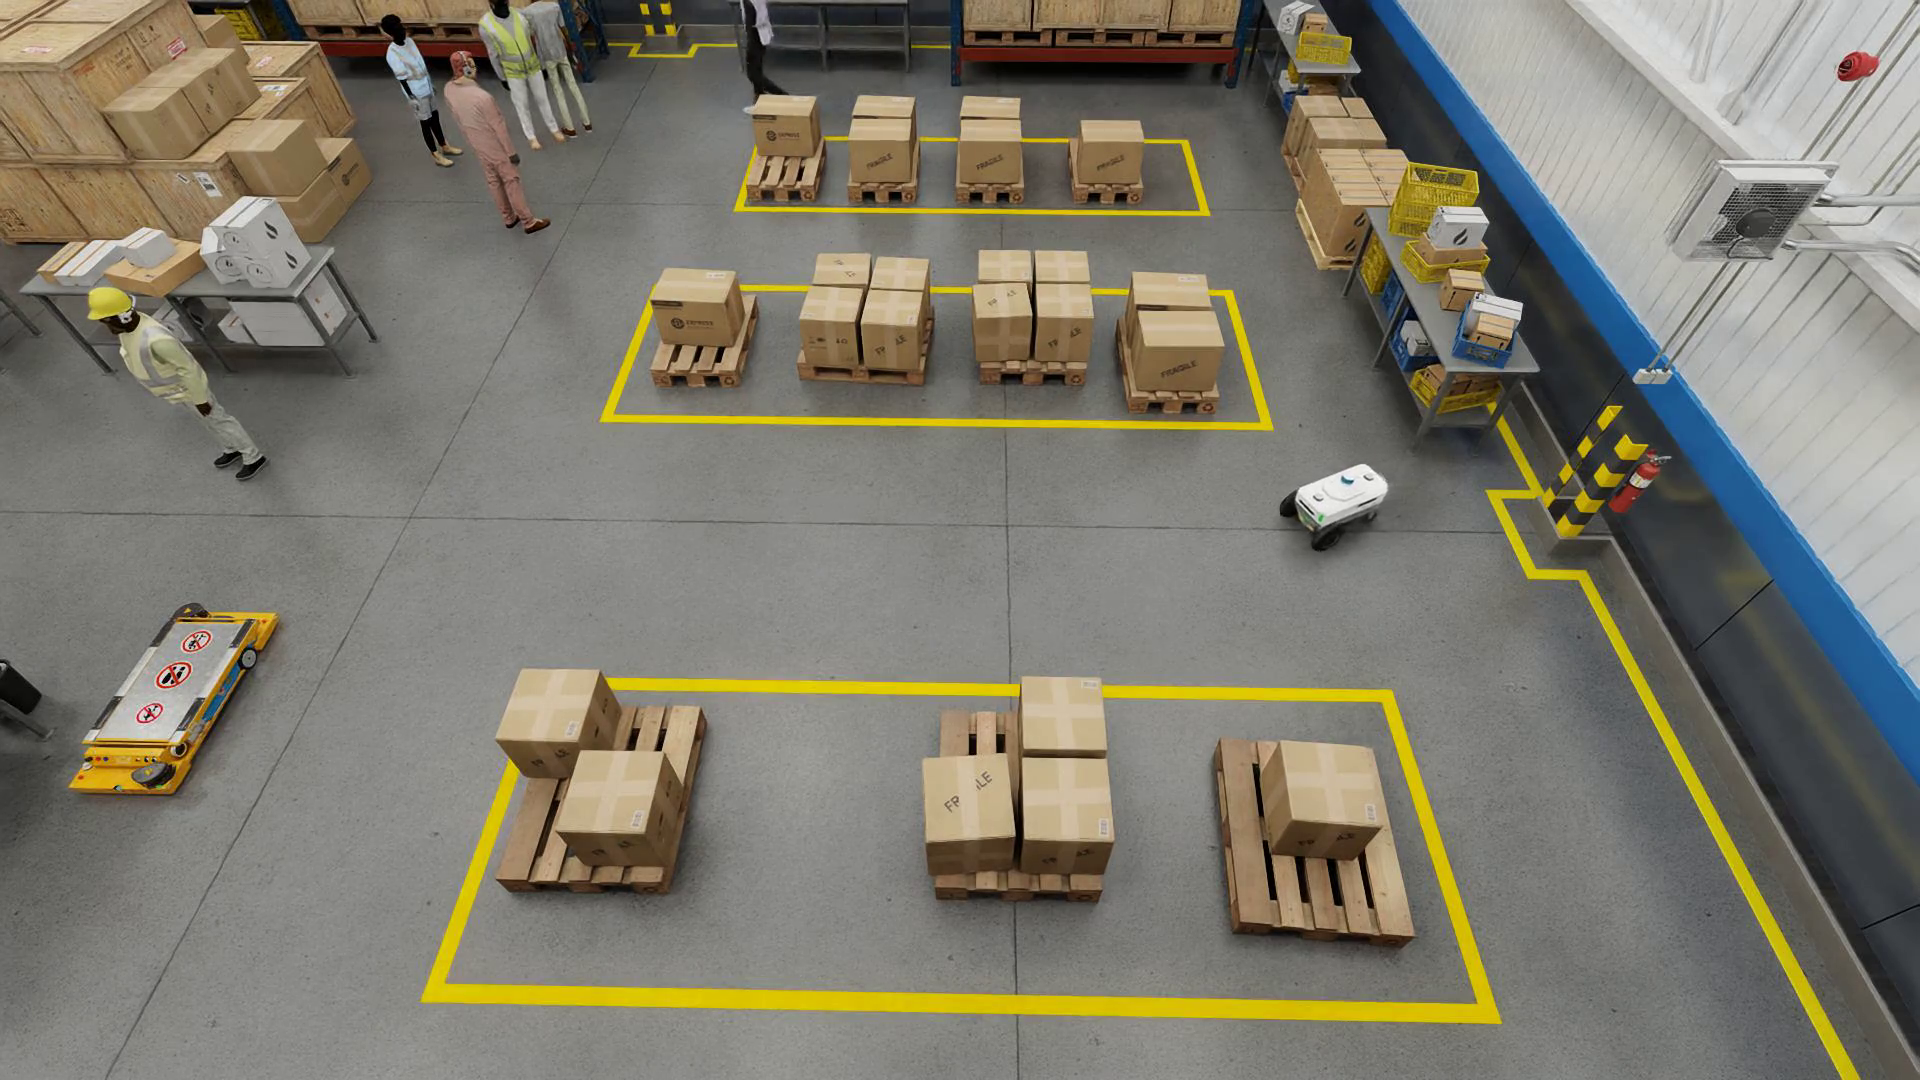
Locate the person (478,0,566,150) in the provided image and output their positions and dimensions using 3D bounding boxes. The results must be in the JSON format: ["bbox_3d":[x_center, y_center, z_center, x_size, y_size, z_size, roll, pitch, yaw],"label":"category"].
[{"bbox_3d":[-5.352,-5.735,11.186,0.631,1.838,0.429,-33,57,-25],"label":"person"}]

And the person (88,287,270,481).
[{"bbox_3d":[-6.284,-1.240,7.381,0.588,1.835,0.403,27,55,21],"label":"person"}]

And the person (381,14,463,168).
[{"bbox_3d":[-6.455,-5.368,10.962,0.318,1.695,0.540,2,50,2],"label":"person"}]

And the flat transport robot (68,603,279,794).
[{"bbox_3d":[-5.504,1.072,6.442,0.652,0.197,1.431,1,50,1],"label":"flat transport robot"}]

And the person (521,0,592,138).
[{"bbox_3d":[-5.038,-5.982,11.371,0.533,1.870,0.315,-32,57,-24],"label":"person"}]

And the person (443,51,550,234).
[{"bbox_3d":[-5.029,-4.260,9.895,0.636,1.902,0.404,22,53,18],"label":"person"}]

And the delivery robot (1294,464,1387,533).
[{"bbox_3d":[3.072,-0.356,7.406,0.707,0.478,0.477,-20,53,-16],"label":"delivery robot"}]

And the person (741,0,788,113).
[{"bbox_3d":[-2.598,-6.368,11.674,0.648,1.899,0.630,3,50,3],"label":"person"}]
